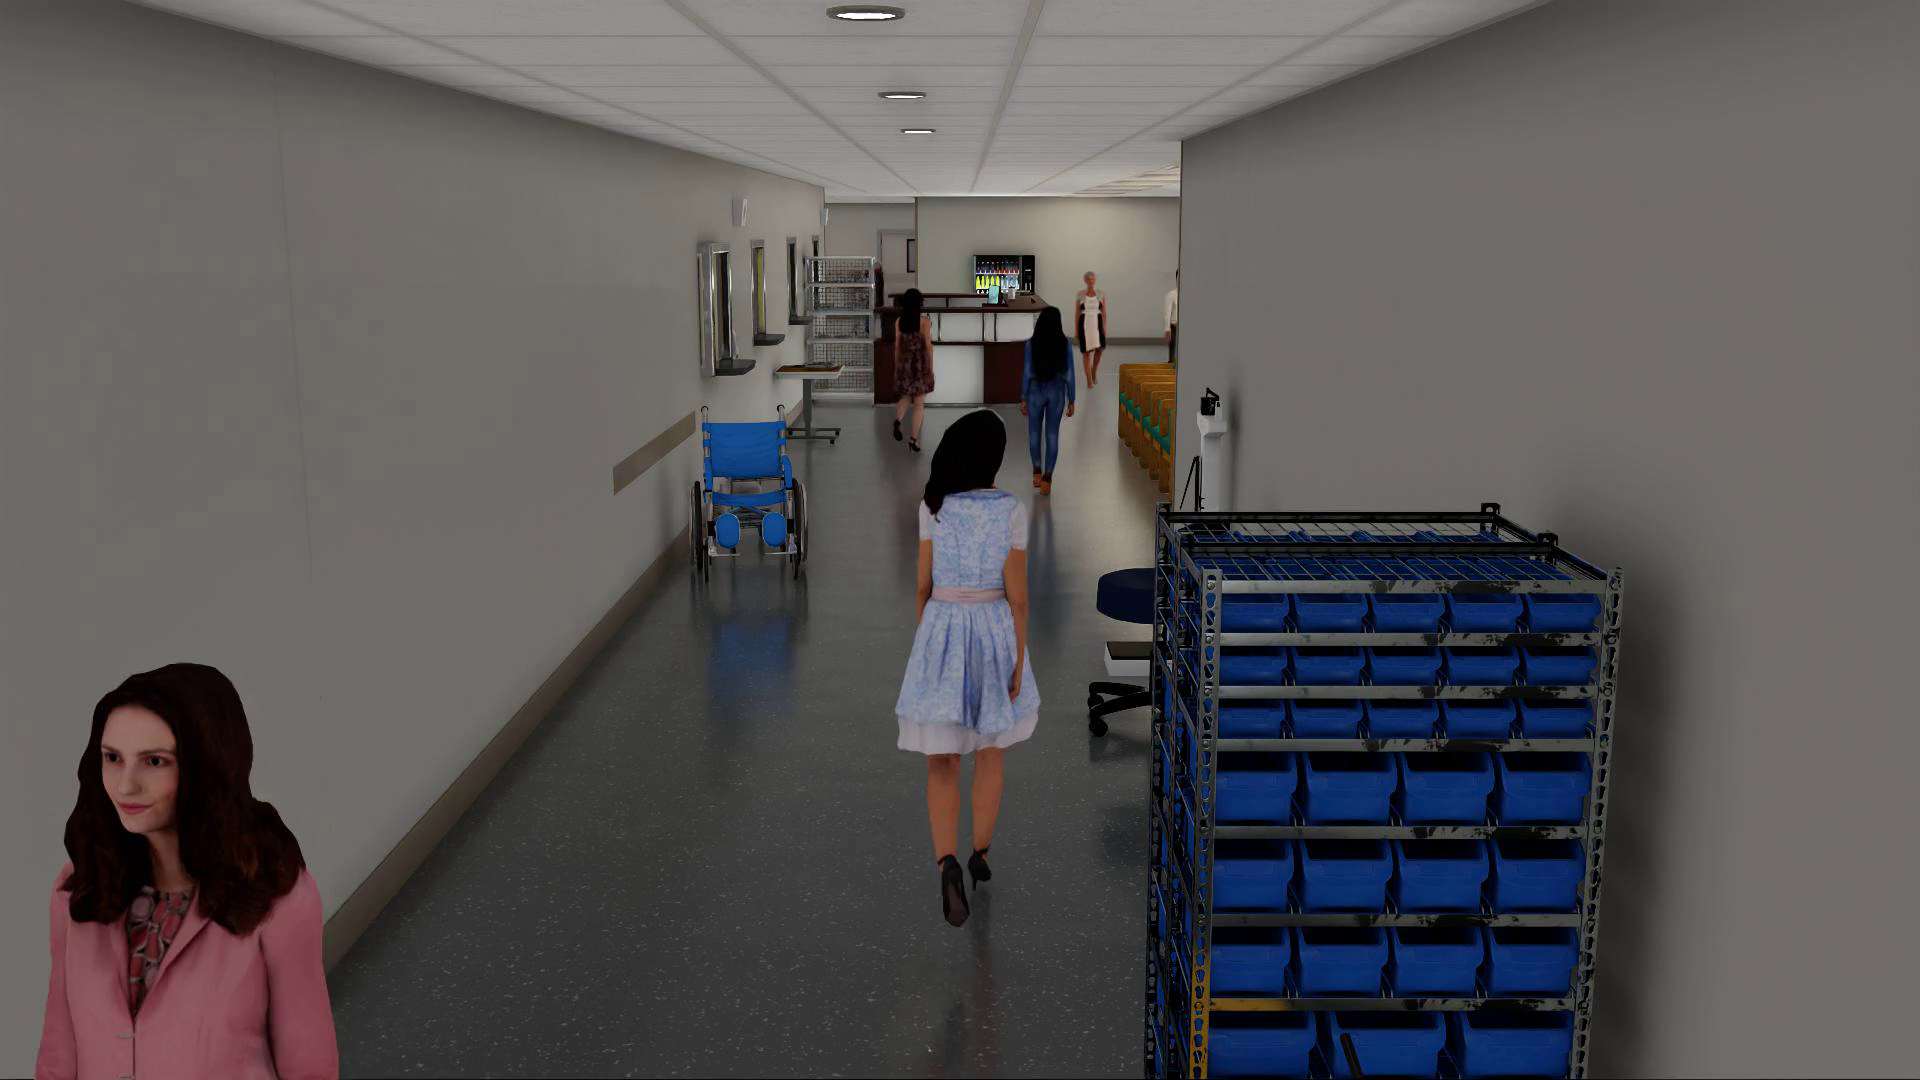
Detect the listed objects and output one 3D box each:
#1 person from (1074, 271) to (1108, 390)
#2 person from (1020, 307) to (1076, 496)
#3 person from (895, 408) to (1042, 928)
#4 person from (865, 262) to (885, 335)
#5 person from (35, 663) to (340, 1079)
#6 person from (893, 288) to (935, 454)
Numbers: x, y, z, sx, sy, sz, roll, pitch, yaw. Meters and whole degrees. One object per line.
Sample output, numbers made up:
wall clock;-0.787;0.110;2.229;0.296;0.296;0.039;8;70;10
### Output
person;1.964;-3.149;24.963;0.646;1.746;0.700;0;11;1
person;0.783;-1.242;15.044;0.690;1.698;0.740;1;11;5
person;0.015;0.477;5.739;1.079;1.790;0.783;1;11;5
person;-1.890;-5.276;36.583;1.059;1.593;1.067;8;14;38
person;-1.198;1.059;2.713;1.060;1.773;0.787;2;11;8
person;-0.522;-1.779;17.704;0.884;1.762;0.872;5;12;23
